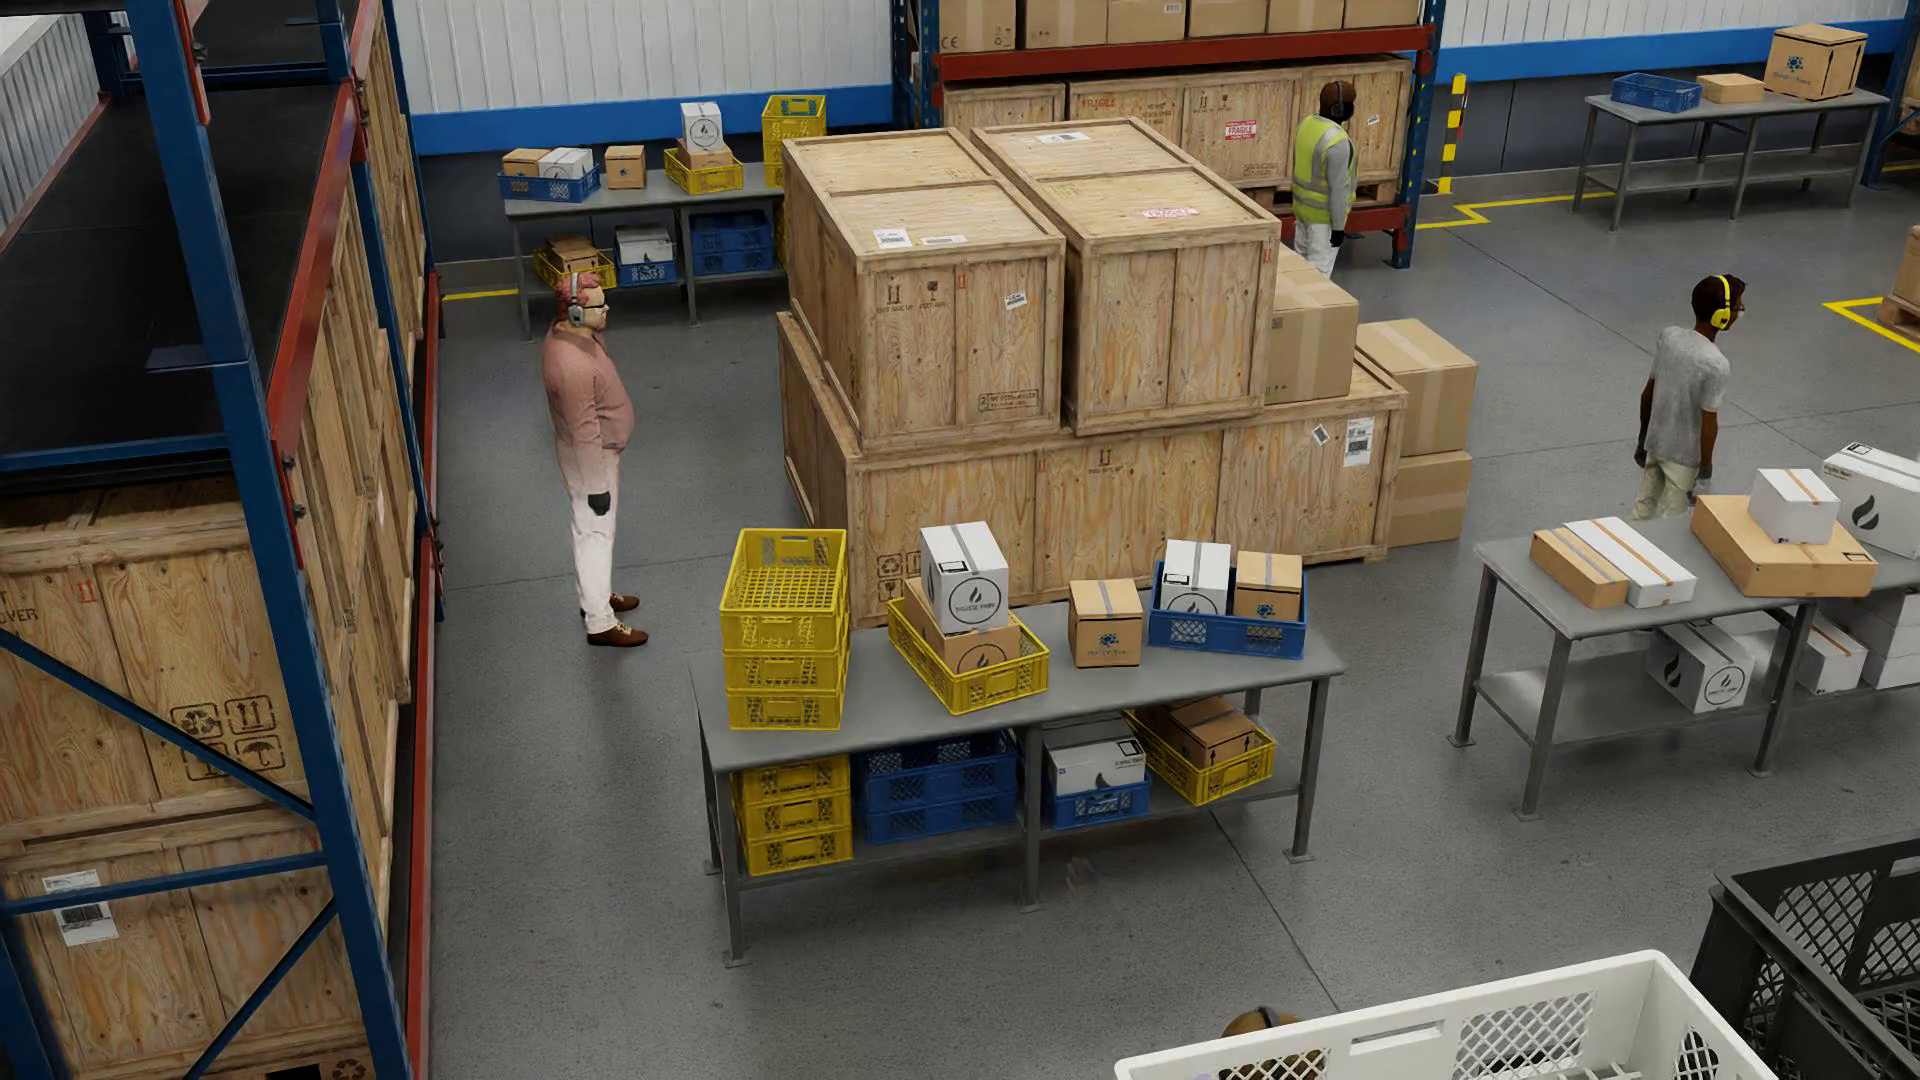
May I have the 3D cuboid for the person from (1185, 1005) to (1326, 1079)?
[{"bbox_3d":[0.623,1.870,3.980,0.352,1.936,0.635,-7,30,-13],"label":"person"}]

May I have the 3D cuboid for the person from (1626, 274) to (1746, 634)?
[{"bbox_3d":[3.529,-0.417,8.203,0.310,1.866,0.533,-7,30,-13],"label":"person"}]

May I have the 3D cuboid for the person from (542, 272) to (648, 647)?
[{"bbox_3d":[-1.774,-0.395,8.123,0.402,1.906,0.651,-7,30,-13],"label":"person"}]

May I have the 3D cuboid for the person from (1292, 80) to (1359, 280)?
[{"bbox_3d":[2.531,-2.275,11.600,0.429,1.841,0.633,-7,30,-13],"label":"person"}]
